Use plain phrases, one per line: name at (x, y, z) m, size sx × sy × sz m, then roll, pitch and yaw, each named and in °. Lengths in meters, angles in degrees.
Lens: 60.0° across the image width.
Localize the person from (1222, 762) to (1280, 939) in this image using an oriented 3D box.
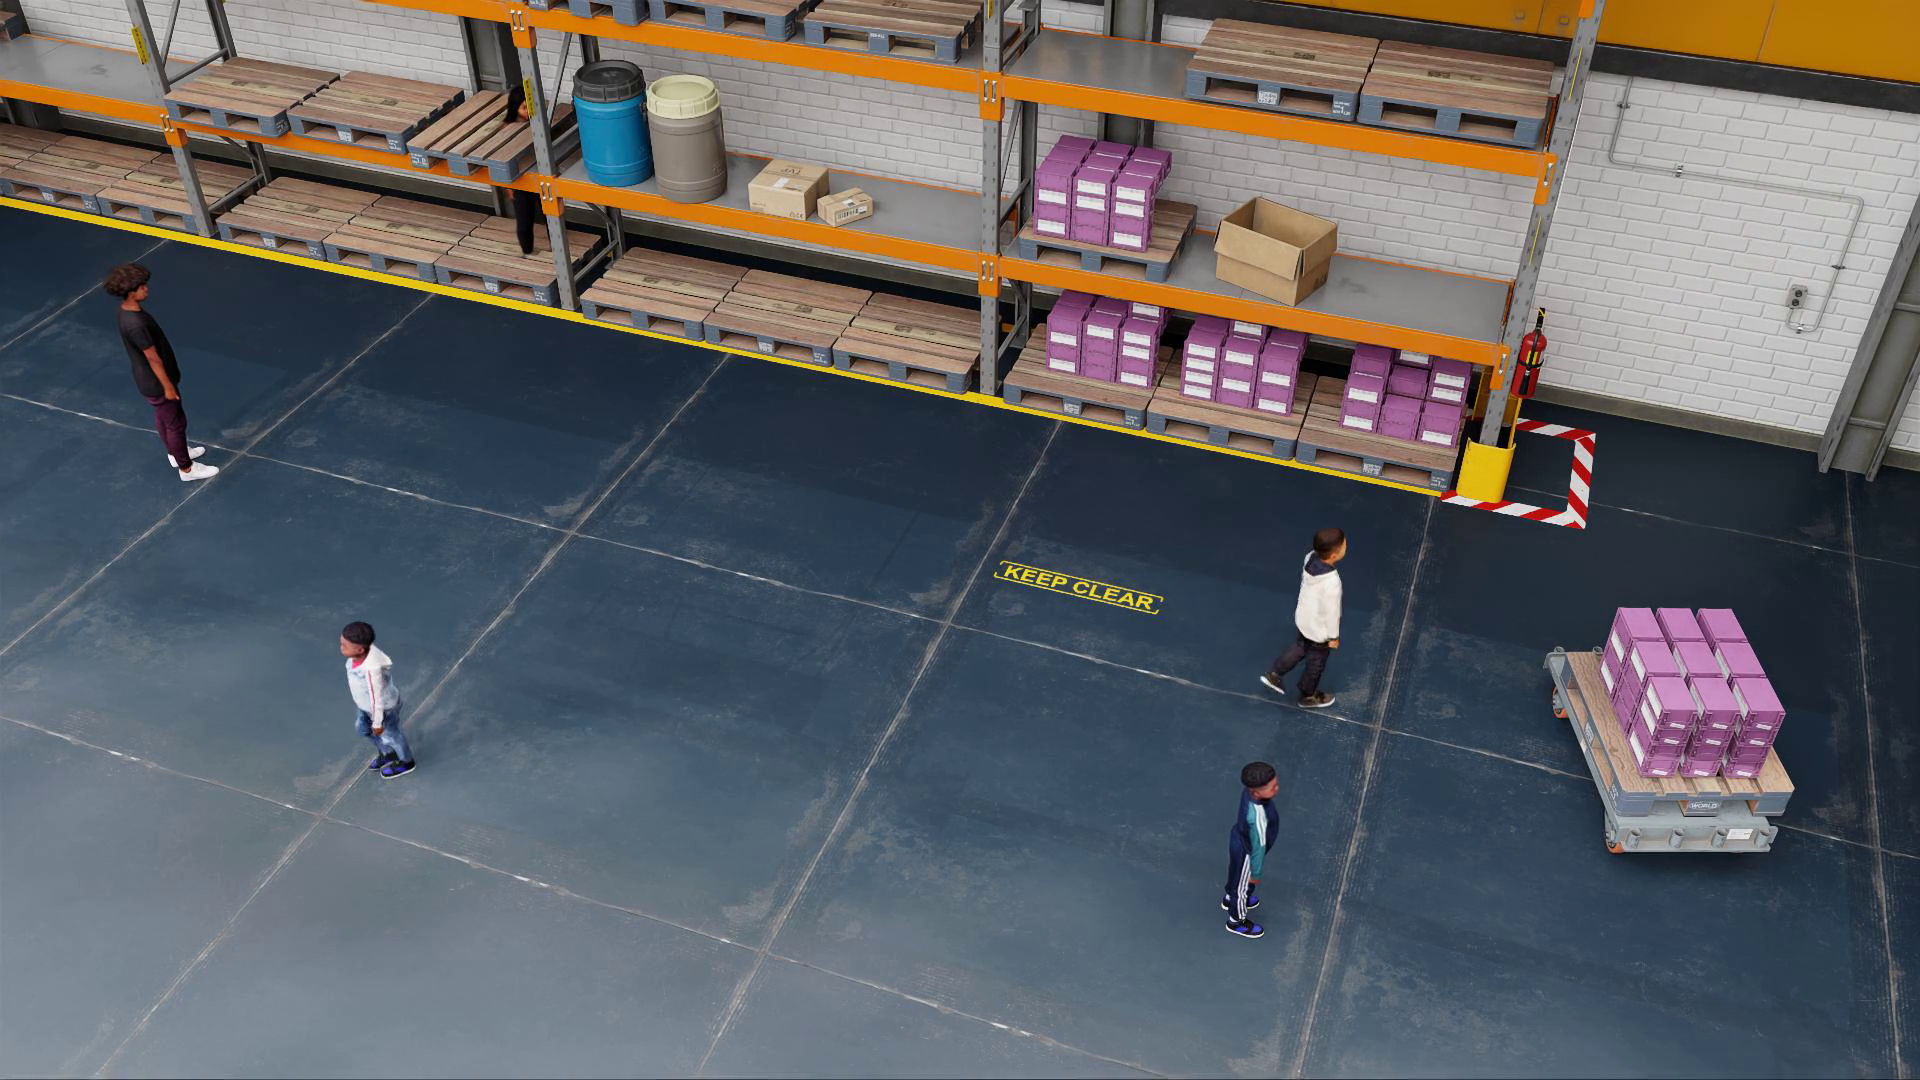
person at (1.615, 1.690, 9.259) m, size 0.542 × 1.256 × 0.552 m, roll 2°, pitch 39°, yaw 2°

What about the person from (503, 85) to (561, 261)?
person at (-3.848, -3.245, 14.992) m, size 0.776 × 1.813 × 0.825 m, roll -19°, pitch 42°, yaw -22°

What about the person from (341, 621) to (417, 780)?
person at (-3.513, 0.957, 10.179) m, size 0.664 × 1.253 × 0.594 m, roll -22°, pitch 43°, yaw -25°

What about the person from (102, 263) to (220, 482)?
person at (-6.072, -1.267, 12.542) m, size 0.782 × 1.780 × 0.687 m, roll -25°, pitch 45°, yaw -28°

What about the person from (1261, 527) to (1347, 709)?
person at (2.207, 0.523, 10.571) m, size 0.848 × 1.443 × 0.770 m, roll -6°, pitch 39°, yaw -8°
